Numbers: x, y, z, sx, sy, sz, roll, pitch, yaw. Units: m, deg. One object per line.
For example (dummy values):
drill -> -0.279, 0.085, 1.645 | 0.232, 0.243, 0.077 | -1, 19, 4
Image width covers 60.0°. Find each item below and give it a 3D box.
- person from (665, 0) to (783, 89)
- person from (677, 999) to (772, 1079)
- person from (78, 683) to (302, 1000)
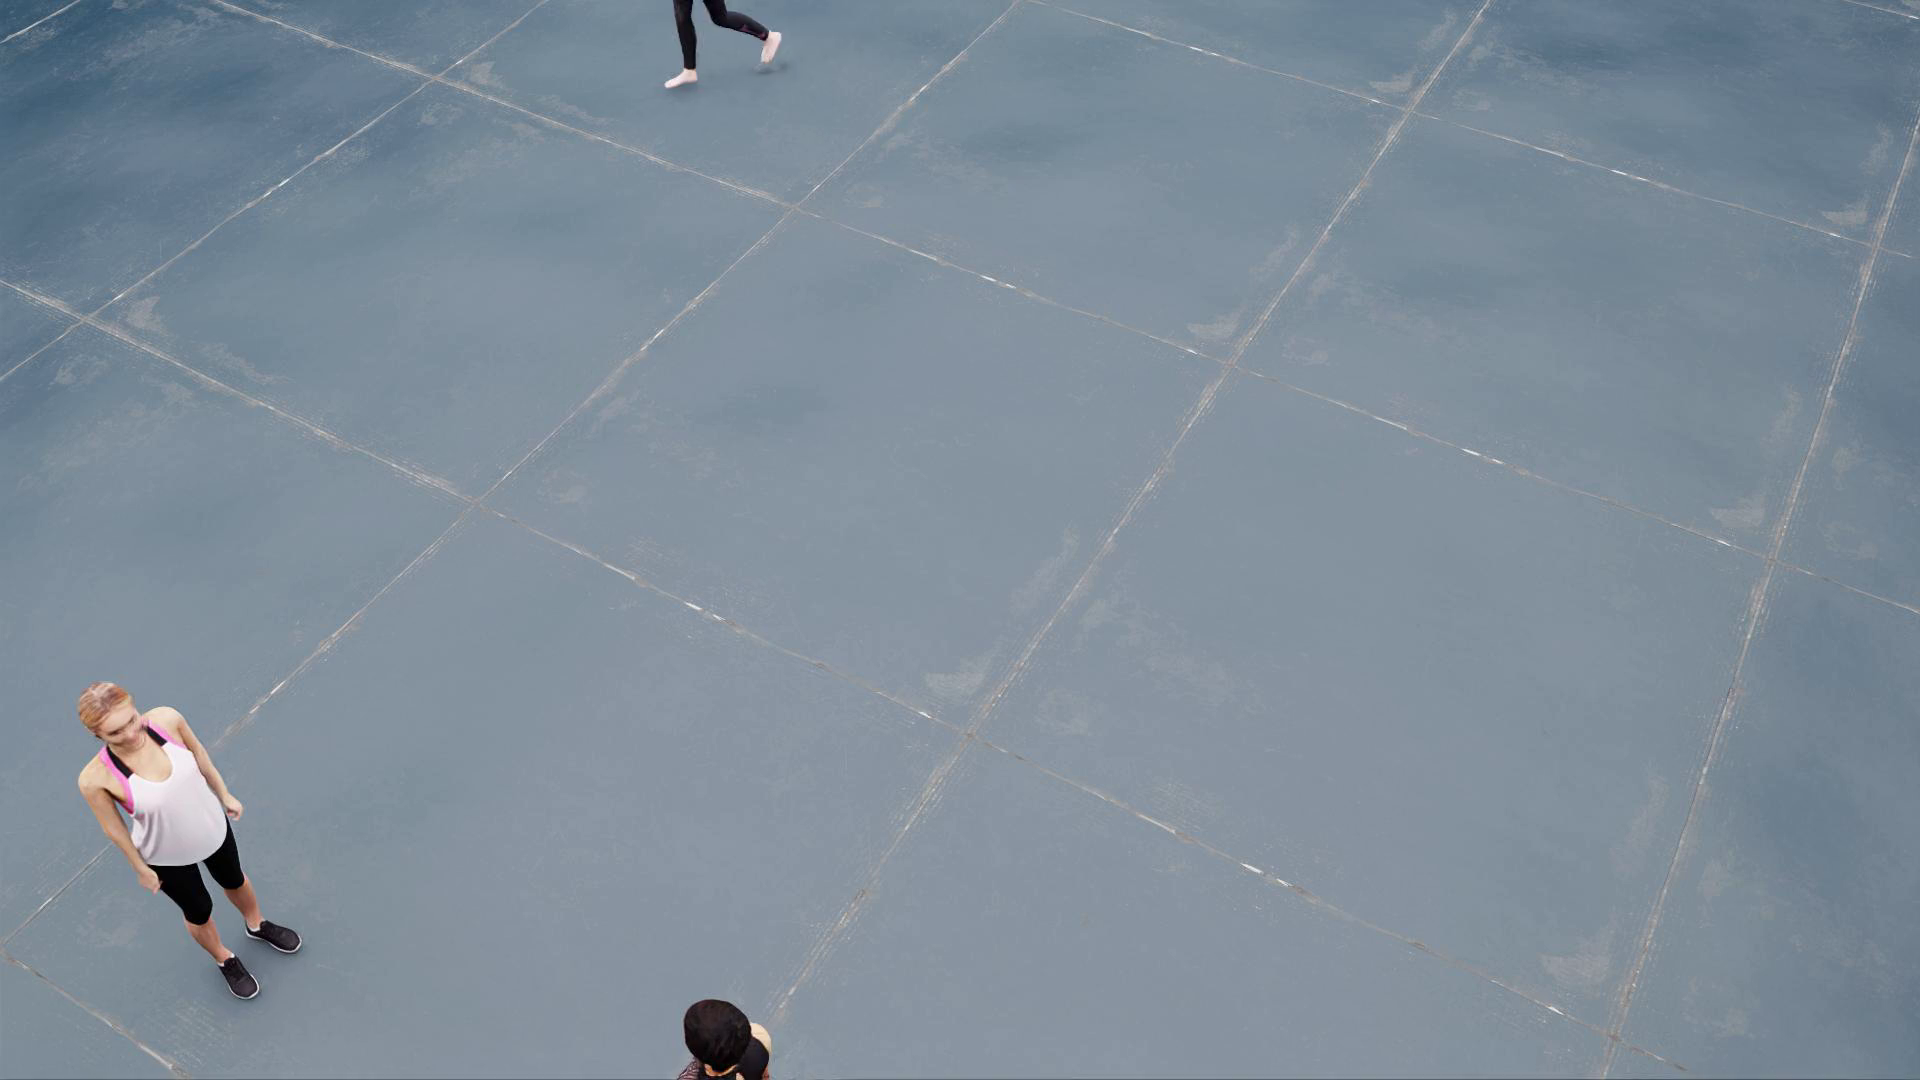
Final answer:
person -> -1.611, -3.768, 10.880 | 0.989, 1.719, 1.075 | -22, 51, -19
person -> -0.699, 2.050, 5.595 | 0.895, 1.583, 0.636 | 19, 50, 17
person -> -2.953, 1.122, 6.312 | 0.508, 1.788, 0.599 | 24, 52, 21
